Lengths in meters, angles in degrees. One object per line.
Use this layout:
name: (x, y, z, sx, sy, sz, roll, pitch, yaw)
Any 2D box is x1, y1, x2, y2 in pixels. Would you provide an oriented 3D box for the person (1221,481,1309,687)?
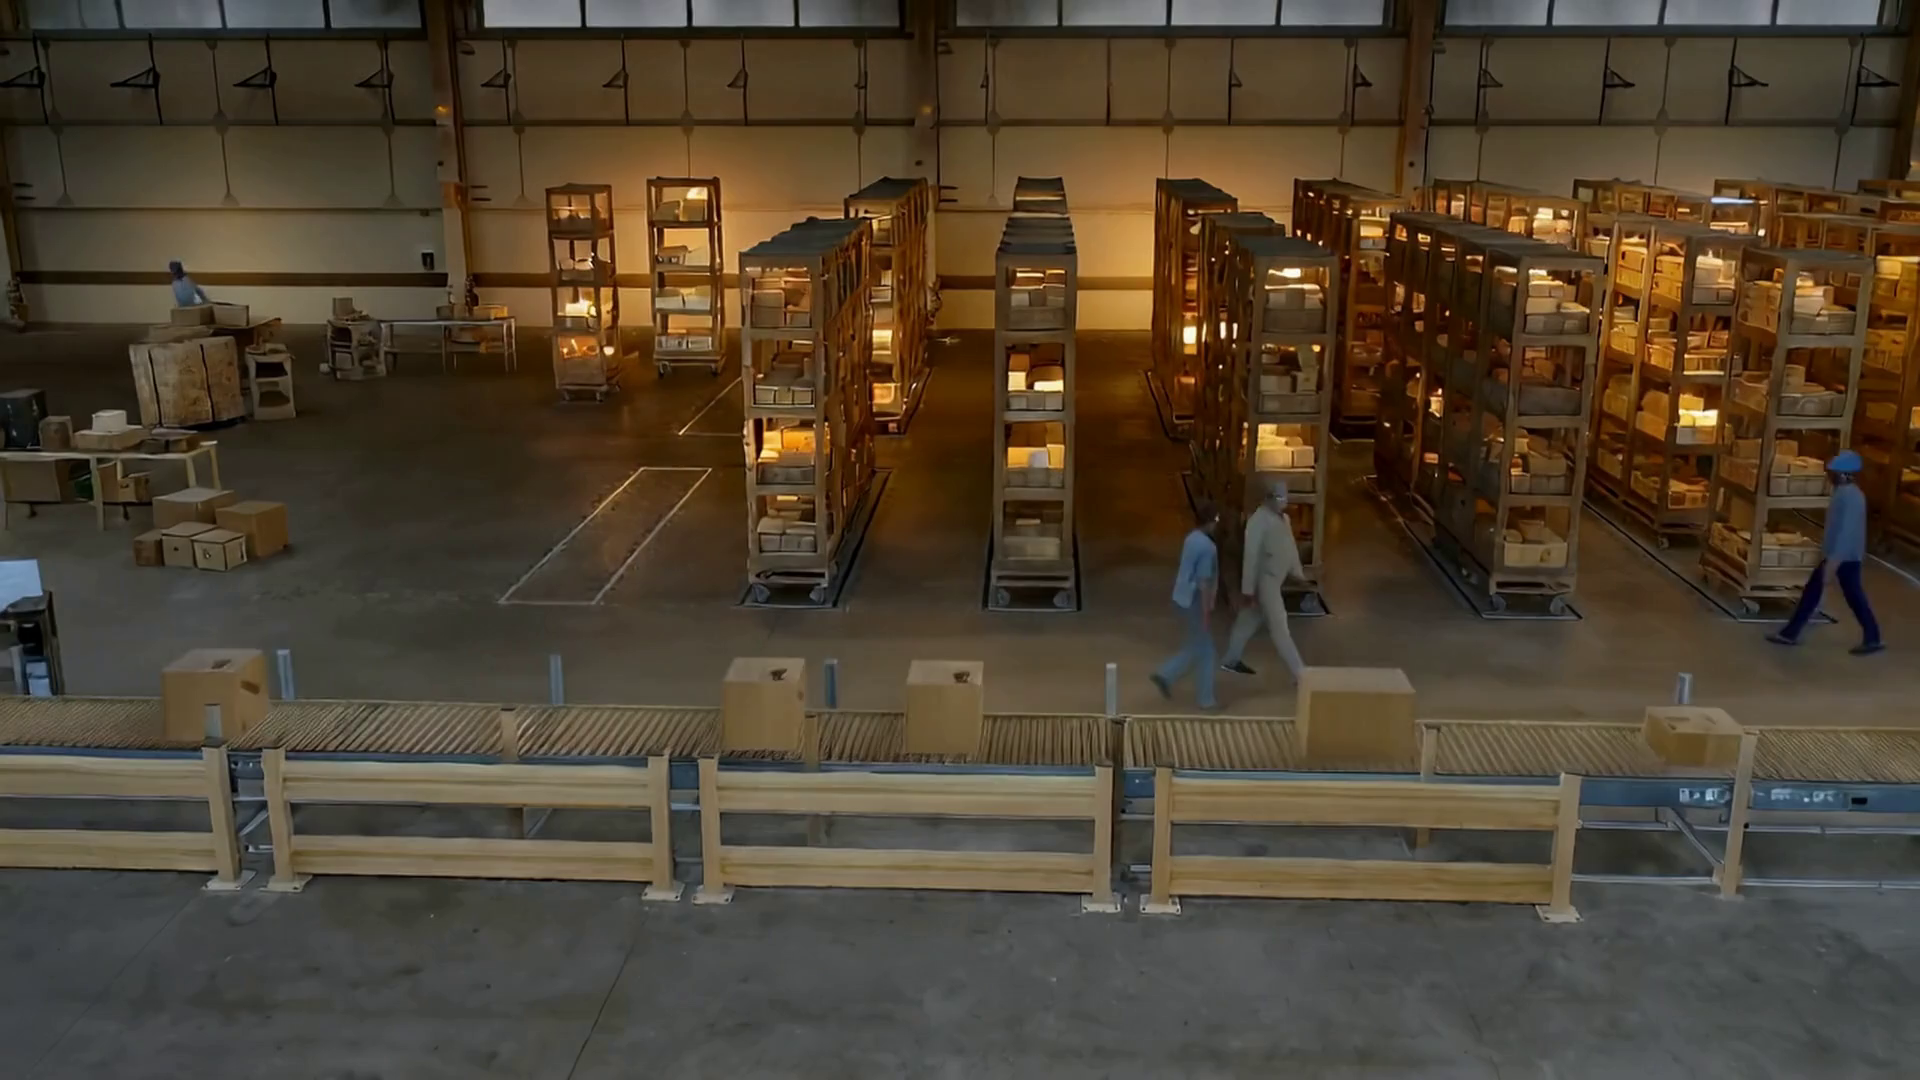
person: (2.778, 0.376, 14.645, 1.044, 1.839, 0.657, 8, 17, 28)

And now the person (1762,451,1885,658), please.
person: (8.141, 0.133, 15.374, 1.032, 1.945, 0.656, 4, 15, 13)

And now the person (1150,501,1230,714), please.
person: (1.949, 0.573, 13.986, 0.590, 1.812, 0.642, -1, 15, -4)

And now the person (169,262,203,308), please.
person: (-15.147, -4.530, 32.785, 0.706, 1.886, 0.487, 6, 16, 20)
